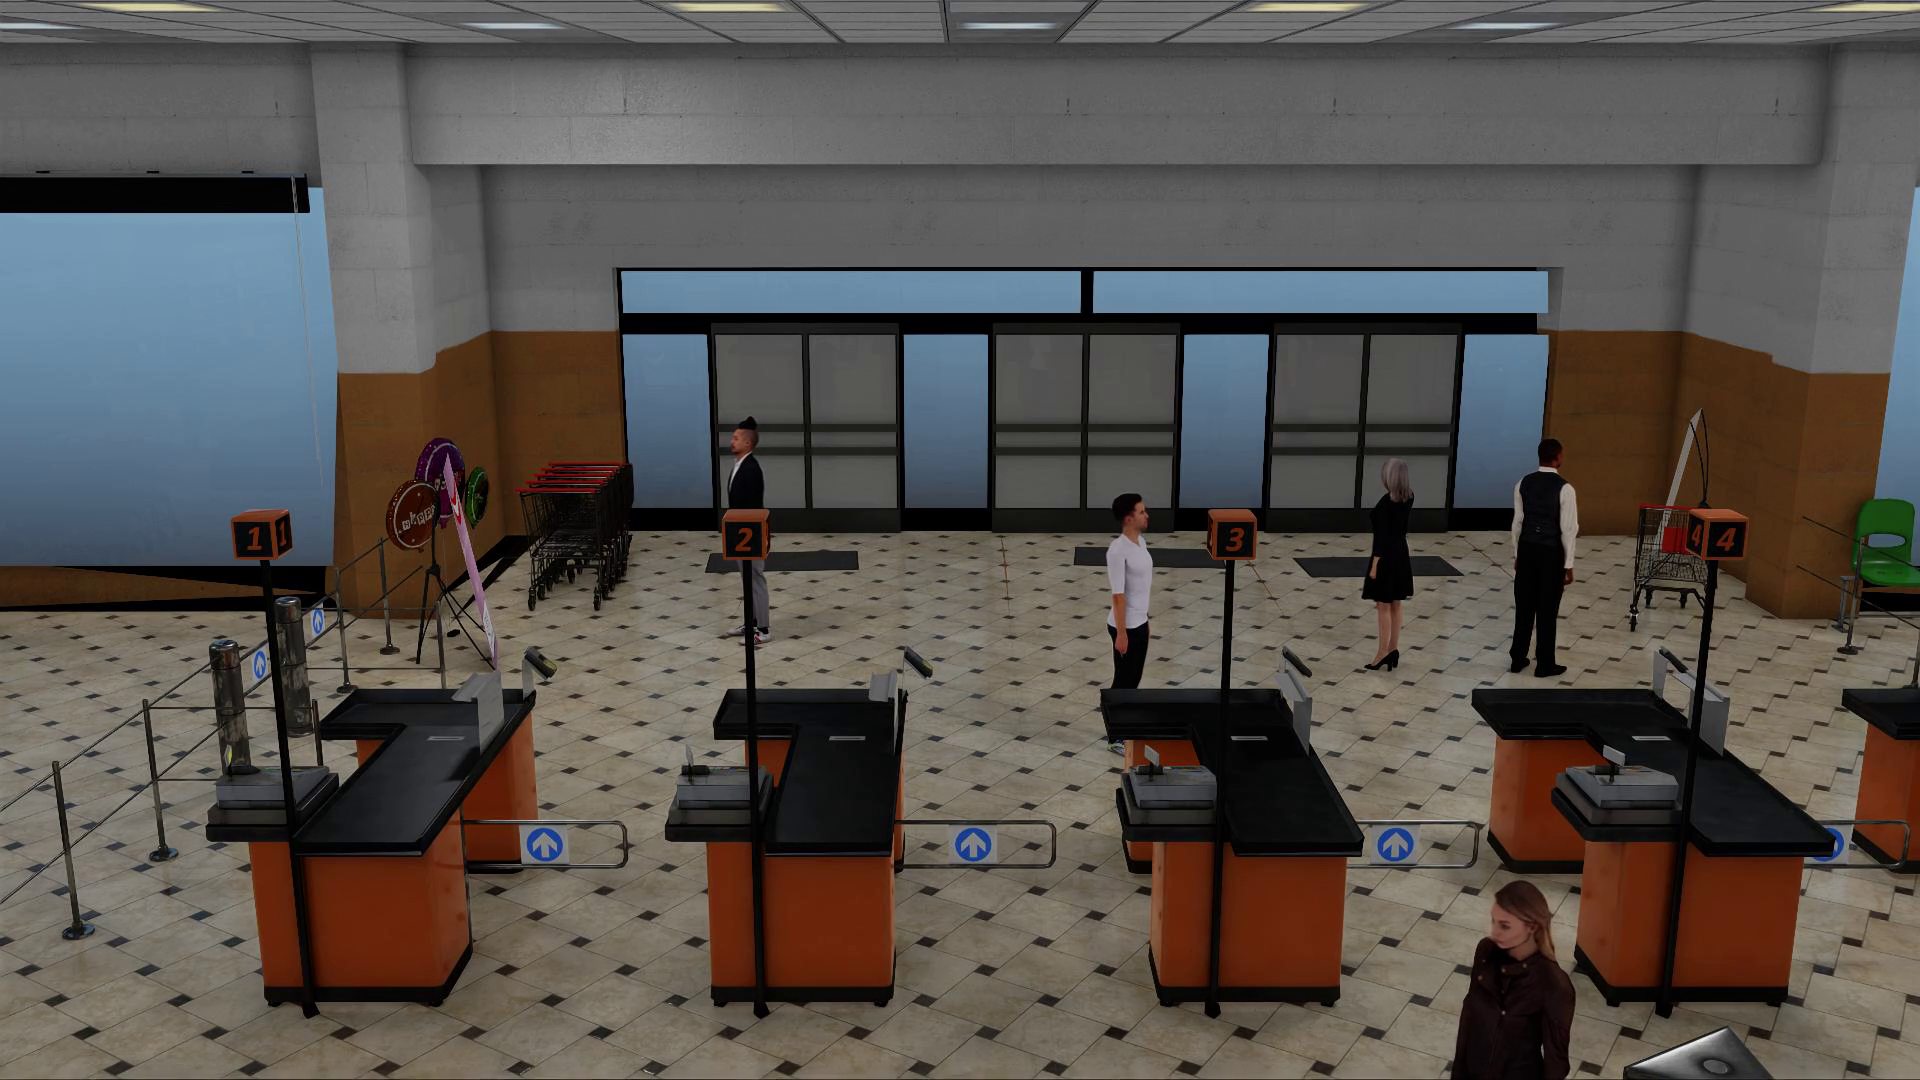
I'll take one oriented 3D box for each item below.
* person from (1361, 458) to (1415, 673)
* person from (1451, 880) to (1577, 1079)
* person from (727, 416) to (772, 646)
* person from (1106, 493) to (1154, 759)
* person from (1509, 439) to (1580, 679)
[{"bbox_3d":[3.462,0.192,13.443,0.762,1.746,0.700,13,19,43],"label":"person"},{"bbox_3d":[1.990,2.012,6.028,0.737,1.705,0.613,-8,16,-29],"label":"person"},{"bbox_3d":[-1.787,-0.087,14.168,0.840,1.948,0.682,-5,15,-21],"label":"person"},{"bbox_3d":[1.182,0.603,11.648,0.817,1.795,0.673,7,15,26],"label":"person"},{"bbox_3d":[4.656,0.134,13.318,0.828,1.919,0.763,-13,19,-42],"label":"person"}]
